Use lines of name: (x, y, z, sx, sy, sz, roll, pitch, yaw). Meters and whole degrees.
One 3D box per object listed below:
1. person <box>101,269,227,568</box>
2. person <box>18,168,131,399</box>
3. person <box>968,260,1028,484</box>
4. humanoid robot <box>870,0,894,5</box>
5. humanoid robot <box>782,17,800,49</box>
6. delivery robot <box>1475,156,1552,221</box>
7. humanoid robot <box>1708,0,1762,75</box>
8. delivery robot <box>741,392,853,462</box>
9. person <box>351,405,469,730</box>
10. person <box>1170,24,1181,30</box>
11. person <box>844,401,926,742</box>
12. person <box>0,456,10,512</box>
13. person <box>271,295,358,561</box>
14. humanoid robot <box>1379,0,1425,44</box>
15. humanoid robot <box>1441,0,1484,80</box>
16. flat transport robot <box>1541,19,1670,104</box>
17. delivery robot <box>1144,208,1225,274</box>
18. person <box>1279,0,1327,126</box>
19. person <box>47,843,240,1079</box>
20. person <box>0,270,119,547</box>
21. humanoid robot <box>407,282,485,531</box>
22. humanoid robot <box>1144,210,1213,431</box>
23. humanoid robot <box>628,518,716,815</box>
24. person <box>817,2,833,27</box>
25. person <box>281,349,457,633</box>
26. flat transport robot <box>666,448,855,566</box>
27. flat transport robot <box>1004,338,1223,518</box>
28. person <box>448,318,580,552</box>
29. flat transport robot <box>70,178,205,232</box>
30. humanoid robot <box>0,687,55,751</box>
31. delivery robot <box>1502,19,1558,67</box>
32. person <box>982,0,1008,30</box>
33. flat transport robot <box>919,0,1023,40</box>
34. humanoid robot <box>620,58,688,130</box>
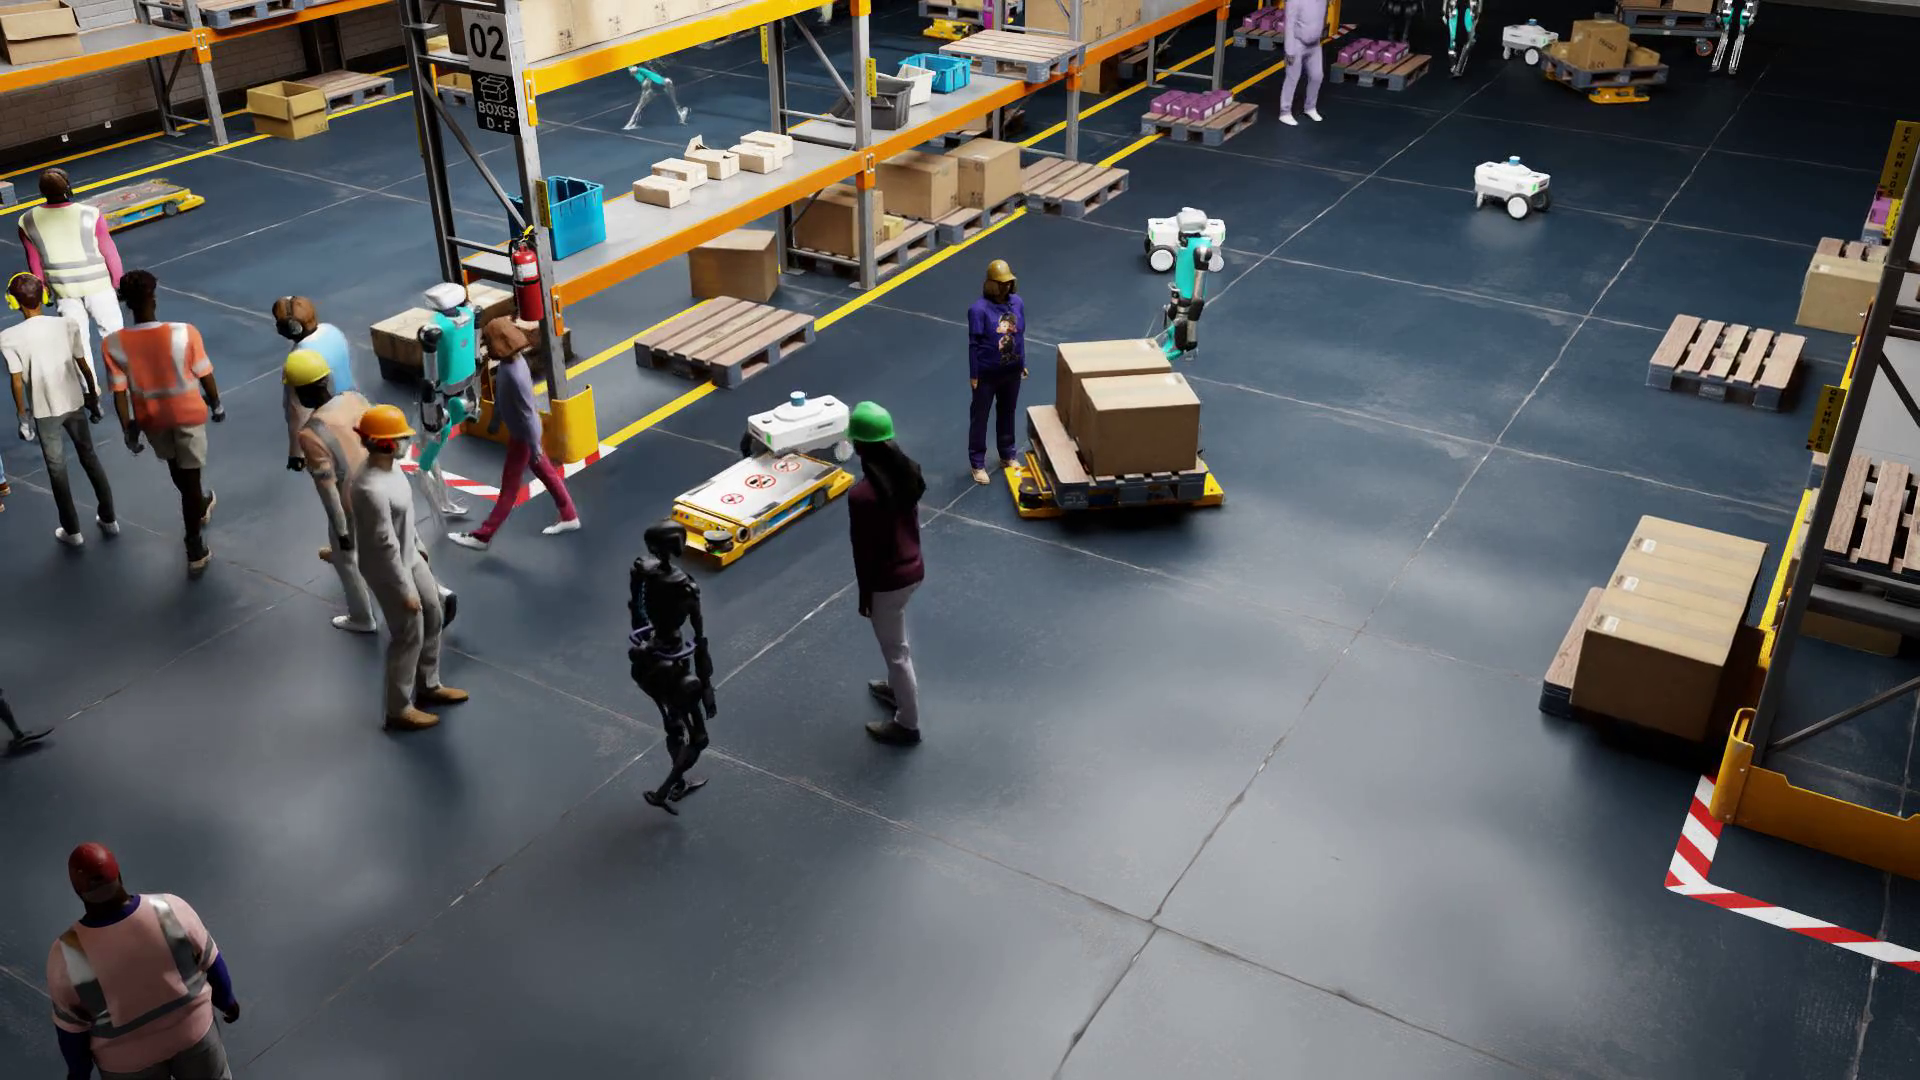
person: (-5.089, -0.819, 10.733, 0.597, 1.914, 1.020, -5, 30, -9)
person: (-6.747, -1.946, 12.786, 0.632, 1.841, 0.429, -8, 31, -14)
person: (0.266, -1.183, 11.653, 0.450, 1.624, 0.330, -17, 33, -27)
humanoid robot: (-1.218, -9.147, 25.677, 0.599, 1.657, 0.315, 16, 33, 27)
humanoid robot: (-2.421, -7.733, 23.262, 0.587, 1.623, 0.799, -1, 30, -2)
delivery robot: (5.665, -3.629, 17.061, 0.755, 0.584, 0.511, 26, 39, 38)
humanoid robot: (10.112, -6.917, 21.552, 0.533, 1.675, 0.735, 16, 33, 27)
delivery robot: (-1.177, -0.767, 12.025, 0.815, 0.612, 0.499, -19, 34, -30)
person: (-3.046, 0.141, 9.065, 0.429, 1.860, 0.604, -3, 30, -6)
person: (2.974, -8.159, 23.922, 0.919, 1.696, 0.562, -23, 37, -34)
person: (-0.400, 0.180, 8.957, 0.582, 1.915, 0.490, 18, 34, 29)
person: (-6.805, -1.104, 11.143, 0.375, 1.994, 0.607, -8, 30, -13)
person: (-4.058, -0.690, 10.570, 0.457, 1.832, 0.659, 0, 29, 0)
humanoid robot: (5.947, -7.226, 22.322, 0.608, 1.631, 0.624, 9, 31, 16)
humanoid robot: (6.496, -6.779, 21.497, 0.538, 1.741, 1.021, 6, 30, 11)
flat transport robot: (8.155, -5.857, 21.303, 0.659, 0.231, 1.431, -5, 30, -9)
delivery robot: (2.112, -2.823, 15.649, 0.802, 0.598, 0.499, 1, 30, 2)
person: (4.039, -5.829, 19.632, 0.662, 1.873, 0.458, -17, 34, -27)
person: (-3.010, 1.831, 6.199, 0.611, 1.749, 0.419, -22, 36, -34)
person: (-5.878, -0.847, 10.833, 0.338, 1.855, 0.523, 24, 37, 36)
humanoid robot: (-3.485, -0.852, 11.029, 0.795, 1.836, 0.530, 13, 32, 22)
humanoid robot: (1.429, -1.516, 12.154, 0.865, 1.781, 0.546, -4, 30, -7)
humanoid robot: (-1.520, 0.653, 8.370, 0.599, 1.645, 0.455, 23, 37, 34)
person: (-1.999, -8.399, 24.344, 0.615, 1.700, 0.882, 9, 31, 15)
person: (-3.473, -0.228, 9.697, 0.763, 1.886, 0.614, 10, 31, 16)
flat transport robot: (-1.412, -0.272, 11.422, 0.659, 0.231, 1.431, 18, 34, 29)
flat transport robot: (1.071, -0.428, 11.698, 1.431, 0.231, 0.659, -4, 30, -8)
person: (-2.964, -0.672, 10.786, 0.875, 1.586, 0.517, -9, 31, -16)
flat transport robot: (-8.499, -3.354, 16.875, 0.659, 0.231, 1.431, 16, 33, 26)
humanoid robot: (-5.235, 0.501, 8.634, 0.640, 1.637, 0.608, -13, 32, -22)
delivery robot: (7.766, -6.781, 22.639, 0.525, 0.587, 0.741, -22, 36, -33)
person: (0.422, -6.372, 20.611, 0.338, 1.847, 0.509, 3, 30, 5)
flat transport robot: (0.131, -7.565, 24.323, 0.659, 0.231, 1.431, 18, 34, 28)
humanoid robot: (-3.632, -5.708, 19.583, 0.926, 1.784, 0.554, -14, 32, -23)
